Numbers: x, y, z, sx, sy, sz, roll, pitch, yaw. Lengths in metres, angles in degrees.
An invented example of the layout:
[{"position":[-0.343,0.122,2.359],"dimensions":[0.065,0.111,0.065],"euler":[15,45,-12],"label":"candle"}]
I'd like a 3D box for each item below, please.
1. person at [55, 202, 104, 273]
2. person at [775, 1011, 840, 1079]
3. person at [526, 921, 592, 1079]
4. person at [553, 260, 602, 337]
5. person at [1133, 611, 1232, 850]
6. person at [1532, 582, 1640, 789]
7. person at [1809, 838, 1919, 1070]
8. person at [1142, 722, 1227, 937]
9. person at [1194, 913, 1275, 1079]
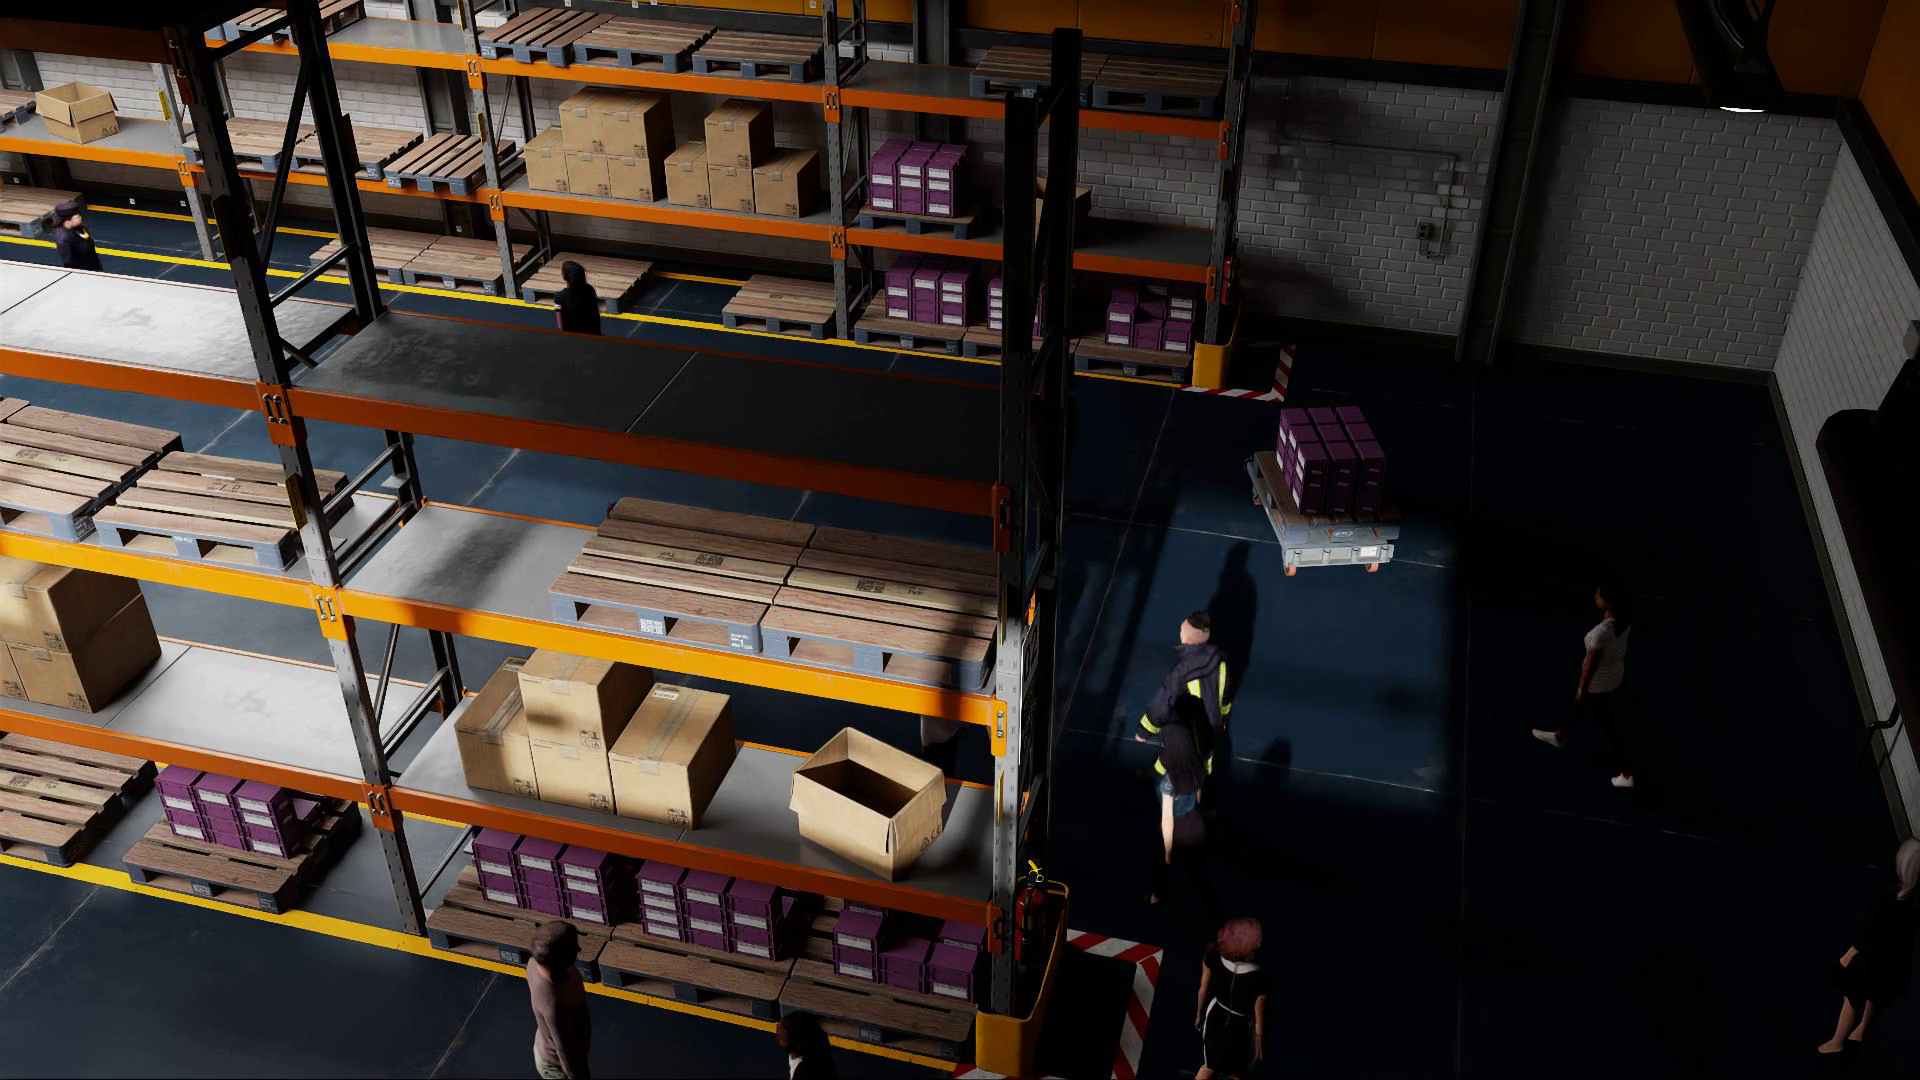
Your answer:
[{"position":[-9.325,-2.749,17.565],"dimensions":[1.104,1.650,0.918],"euler":[-3,34,-5],"label":"person"},{"position":[-0.652,3.076,8.690],"dimensions":[1.068,1.774,0.929],"euler":[-5,34,-7],"label":"person"},{"position":[-2.148,2.788,9.040],"dimensions":[0.806,1.866,0.778],"euler":[-12,35,-17],"label":"person"},{"position":[-3.654,-1.890,16.236],"dimensions":[1.111,1.691,1.219],"euler":[-21,39,-28],"label":"person"},{"position":[1.641,1.324,11.279],"dimensions":[1.227,1.826,1.049],"euler":[25,41,32],"label":"person"},{"position":[4.666,1.057,11.882],"dimensions":[0.983,1.604,1.197],"euler":[-26,42,-33],"label":"person"},{"position":[5.364,2.412,9.712],"dimensions":[0.664,1.748,0.755],"euler":[-10,35,-14],"label":"person"},{"position":[1.448,1.918,10.508],"dimensions":[0.952,1.691,1.121],"euler":[-23,40,-31],"label":"person"},{"position":[1.451,2.780,9.130],"dimensions":[0.943,1.780,0.864],"euler":[24,40,31],"label":"person"}]
